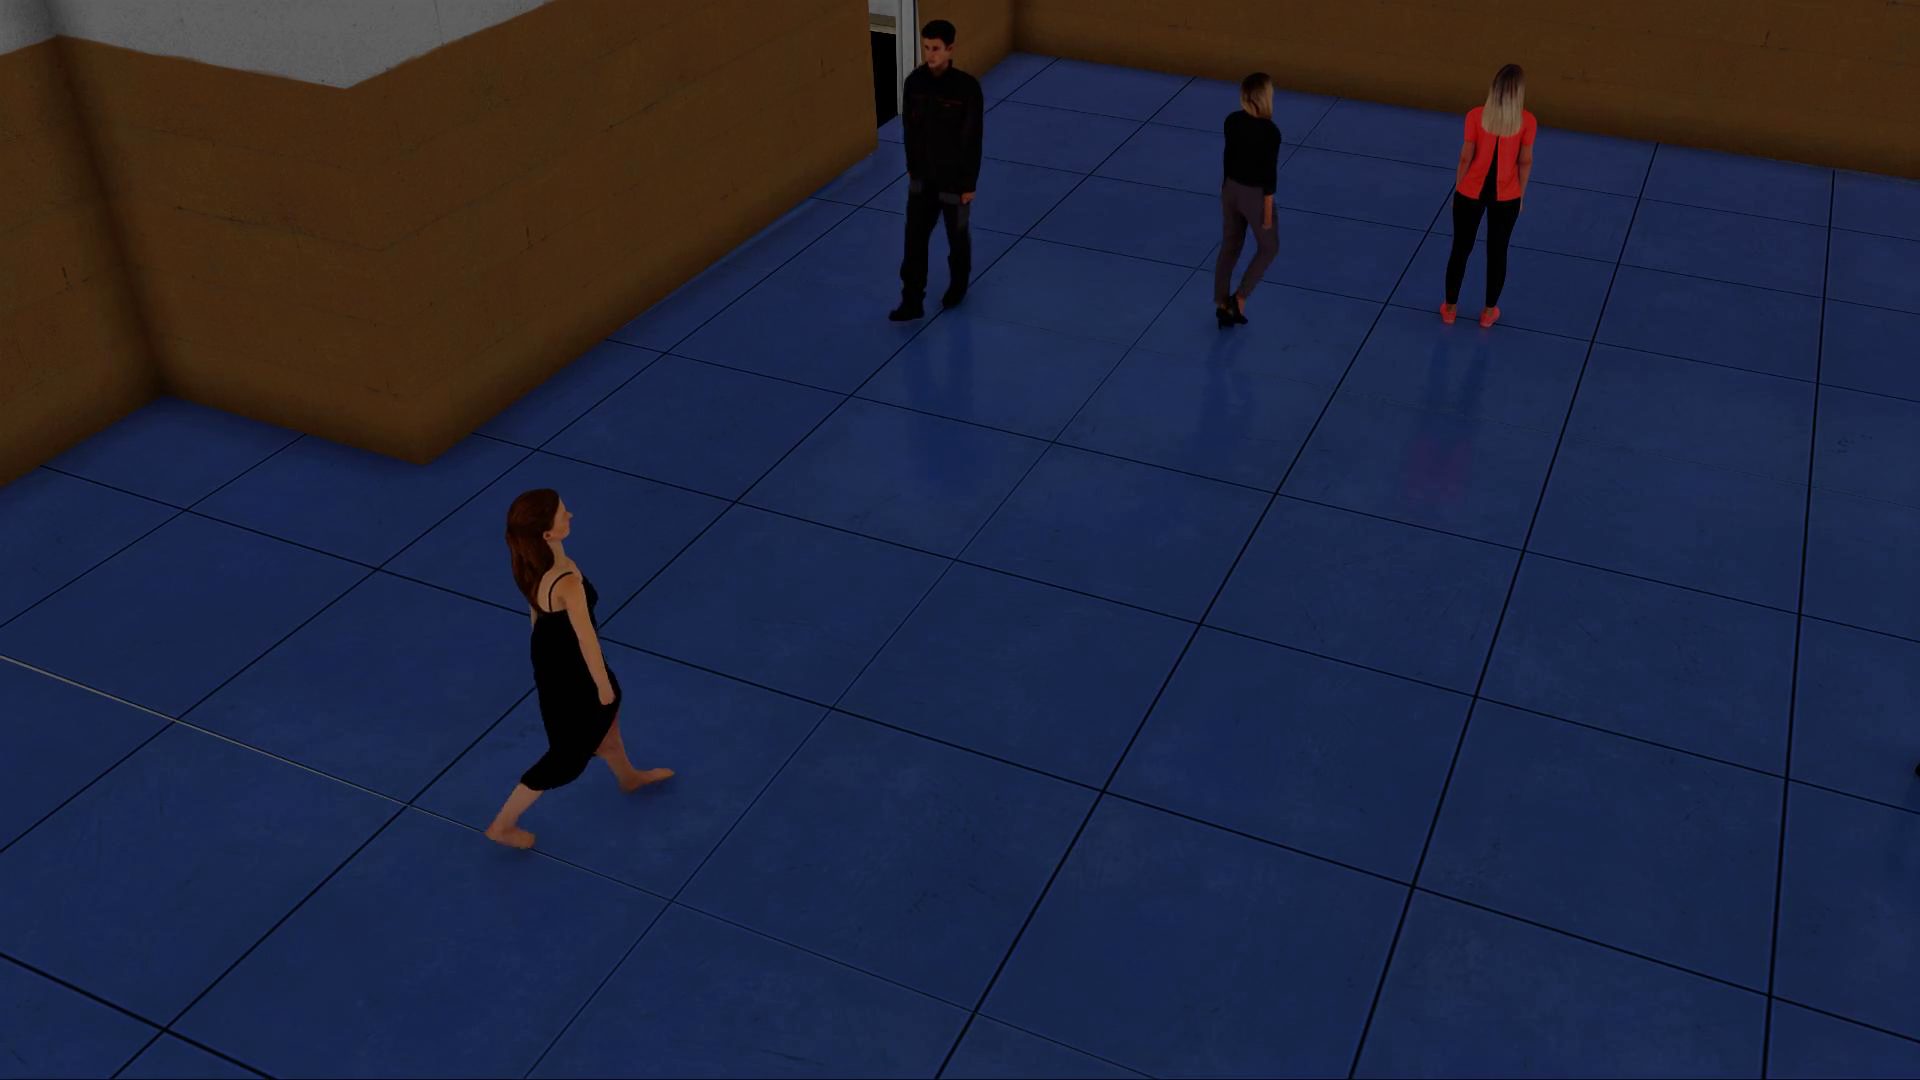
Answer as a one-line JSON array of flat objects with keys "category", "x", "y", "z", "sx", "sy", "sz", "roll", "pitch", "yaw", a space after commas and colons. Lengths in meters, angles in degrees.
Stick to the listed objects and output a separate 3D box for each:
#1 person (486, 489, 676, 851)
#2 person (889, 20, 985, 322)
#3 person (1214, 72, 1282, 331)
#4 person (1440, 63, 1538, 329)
[{"category": "person", "x": -1.630, "y": 0.540, "z": 6.540, "sx": 0.996, "sy": 1.597, "sz": 1.079, "roll": -20, "pitch": 39, "yaw": -27}, {"category": "person", "x": -0.066, "y": -2.392, "z": 10.663, "sx": 0.959, "sy": 1.912, "sz": 0.772, "roll": 14, "pitch": 36, "yaw": 21}, {"category": "person", "x": 1.733, "y": -2.061, "z": 10.395, "sx": 0.756, "sy": 1.658, "sz": 0.644, "roll": -26, "pitch": 42, "yaw": -34}, {"category": "person", "x": 3.340, "y": -2.170, "z": 10.527, "sx": 0.507, "sy": 1.693, "sz": 0.681, "roll": 10, "pitch": 35, "yaw": 14}]
